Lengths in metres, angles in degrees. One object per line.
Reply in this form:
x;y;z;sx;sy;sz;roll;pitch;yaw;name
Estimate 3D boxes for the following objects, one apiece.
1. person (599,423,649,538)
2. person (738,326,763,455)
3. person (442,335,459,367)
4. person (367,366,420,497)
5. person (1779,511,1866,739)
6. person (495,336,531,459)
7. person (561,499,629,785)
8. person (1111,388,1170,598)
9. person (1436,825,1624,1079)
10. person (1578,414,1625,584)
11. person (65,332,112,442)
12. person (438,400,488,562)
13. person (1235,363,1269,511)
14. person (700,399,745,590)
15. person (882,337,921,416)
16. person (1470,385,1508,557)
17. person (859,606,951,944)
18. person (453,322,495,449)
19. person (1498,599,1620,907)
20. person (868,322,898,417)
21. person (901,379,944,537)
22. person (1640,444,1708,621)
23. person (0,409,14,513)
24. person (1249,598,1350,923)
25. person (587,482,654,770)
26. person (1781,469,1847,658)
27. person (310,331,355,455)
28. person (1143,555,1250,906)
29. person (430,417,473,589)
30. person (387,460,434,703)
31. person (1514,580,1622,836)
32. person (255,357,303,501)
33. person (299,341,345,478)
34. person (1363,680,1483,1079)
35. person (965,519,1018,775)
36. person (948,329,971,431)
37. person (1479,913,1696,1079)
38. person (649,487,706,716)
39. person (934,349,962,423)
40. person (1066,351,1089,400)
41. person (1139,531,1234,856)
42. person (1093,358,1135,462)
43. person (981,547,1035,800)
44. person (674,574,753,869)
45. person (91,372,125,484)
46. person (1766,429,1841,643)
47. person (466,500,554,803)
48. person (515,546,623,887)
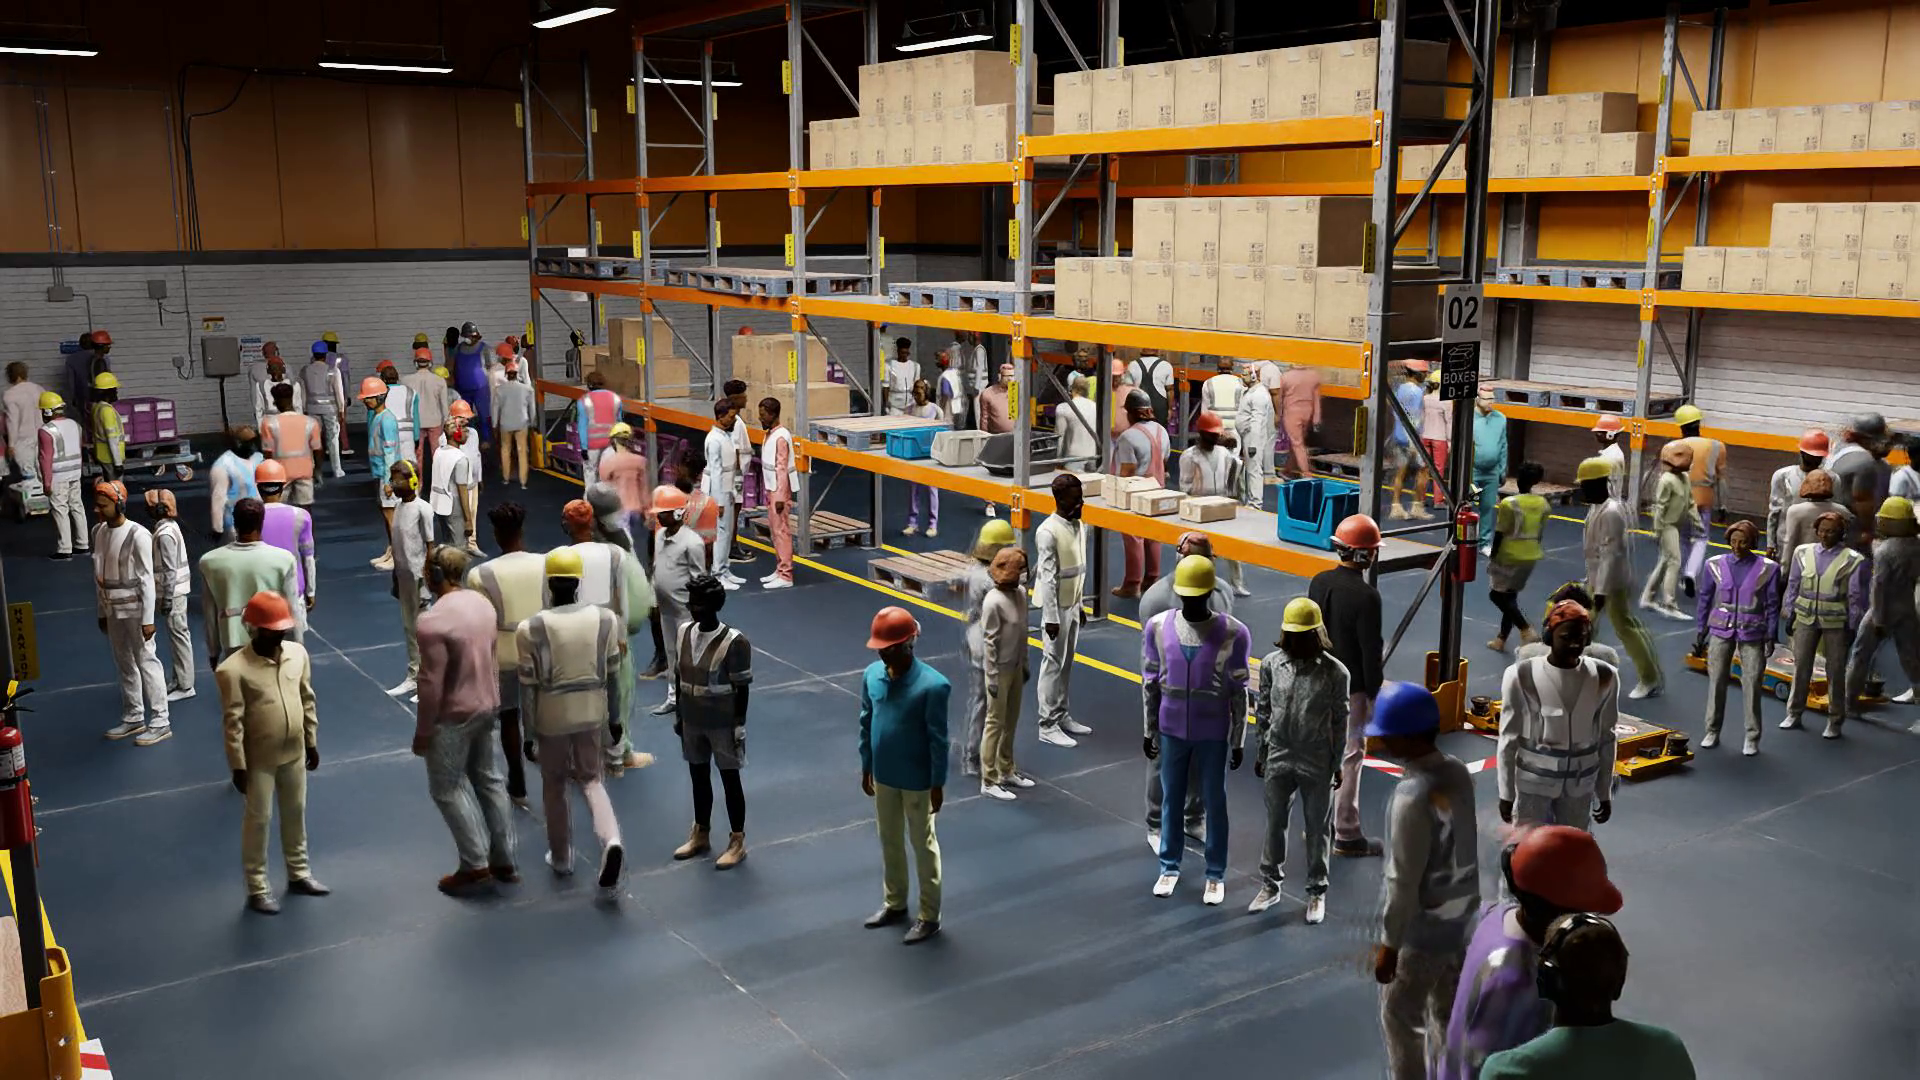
-3.258;-0.259;16.011;0.737;1.714;0.502;8;14;37;person
-3.286;-2.325;25.867;0.395;1.994;0.612;6;13;28;person
-8.350;-2.515;27.430;0.329;1.767;0.528;1;11;7;person
-7.127;-1.275;20.951;0.642;1.833;0.431;-5;12;-24;person
6.151;0.597;11.860;0.315;1.630;0.512;-9;14;-40;person
-6.777;-2.165;25.338;0.572;1.883;0.356;4;12;19;person
-2.433;0.663;10.855;0.573;1.887;0.355;-8;13;-35;person
1.704;-0.466;16.239;0.535;2.000;0.687;10;15;41;person
1.600;1.759;5.070;1.100;1.974;0.681;3;12;16;person
6.383;-0.375;16.506;0.324;1.752;0.563;2;11;11;person
-13.185;-2.179;25.267;0.635;1.937;0.354;-2;11;-10;person
-5.324;-0.638;17.870;0.346;1.746;0.562;5;12;22;person
3.586;-1.230;20.519;0.399;1.900;0.644;1;11;3;person
-2.380;-0.455;16.529;0.386;1.904;0.603;1;11;3;person
-0.837;-1.959;24.088;0.603;1.959;0.374;-5;12;-24;person
5.627;-0.731;17.981;0.667;1.899;0.396;-2;11;-13;person
-0.308;1.188;8.545;0.575;1.740;0.349;9;14;38;person
-7.753;-2.456;26.422;0.674;2.000;0.535;1;11;7;person
2.907;1.204;8.132;0.572;1.877;0.346;0;11;-1;person
-1.331;-3.023;29.684;0.626;1.903;0.896;-10;15;-40;person
-0.436;-0.948;19.223;0.506;1.839;0.343;4;12;21;person
6.606;-0.092;15.415;0.540;1.611;0.520;10;15;42;person
-11.789;-1.048;20.142;0.539;1.672;0.681;-8;13;-34;person
1.780;1.149;8.732;0.490;1.743;0.324;5;12;26;person
-2.343;0.527;11.156;0.544;2.000;0.719;-1;11;-6;person
7.027;0.229;13.726;0.507;1.630;0.269;0;11;-2;person
-9.721;-2.264;25.753;0.589;1.918;0.392;0;11;-1;person
1.260;1.015;8.978;0.586;1.920;0.398;5;12;22;person
-4.750;-0.234;15.588;0.392;1.836;0.561;-9;14;-40;person
-4.200;0.307;12.722;0.511;1.872;0.328;9;14;39;person
3.105;1.136;8.583;0.592;1.839;0.506;2;11;8;person
-8.822;-1.432;21.585;0.573;1.883;0.355;-4;12;-19;person
-9.020;-1.845;23.562;0.611;1.939;0.415;0;11;2;person
1.813;1.491;6.560;0.479;1.925;0.672;7;13;33;person
0.243;0.715;10.991;0.475;1.726;0.495;-2;11;-10;person
0.018;-2.687;28.029;0.581;1.871;0.621;0;11;-2;person
1.592;1.903;4.372;0.636;1.938;0.354;-4;12;-19;person
-2.080;0.474;12.164;0.342;1.749;0.569;-10;15;-42;person
-0.216;-1.795;23.557;0.469;1.835;0.621;1;11;7;person
1.636;-1.699;23.046;0.344;1.847;0.504;4;12;20;person
1.345;0.884;9.674;0.643;1.910;0.400;-6;13;-29;person
1.946;-1.287;20.640;0.604;1.966;0.910;2;11;8;person
0.300;0.839;10.629;0.282;1.627;0.505;6;13;29;person
-1.424;1.026;9.482;0.541;1.695;0.315;7;13;31;person
-9.680;-0.949;18.992;0.357;1.929;0.594;-9;14;-38;person
7.125;0.018;14.070;0.549;1.926;0.388;3;11;13;person
-2.750;0.717;10.386;0.638;1.953;0.509;-6;13;-28;person
-2.124;0.989;9.180;0.590;1.898;0.767;-7;13;-31;person
